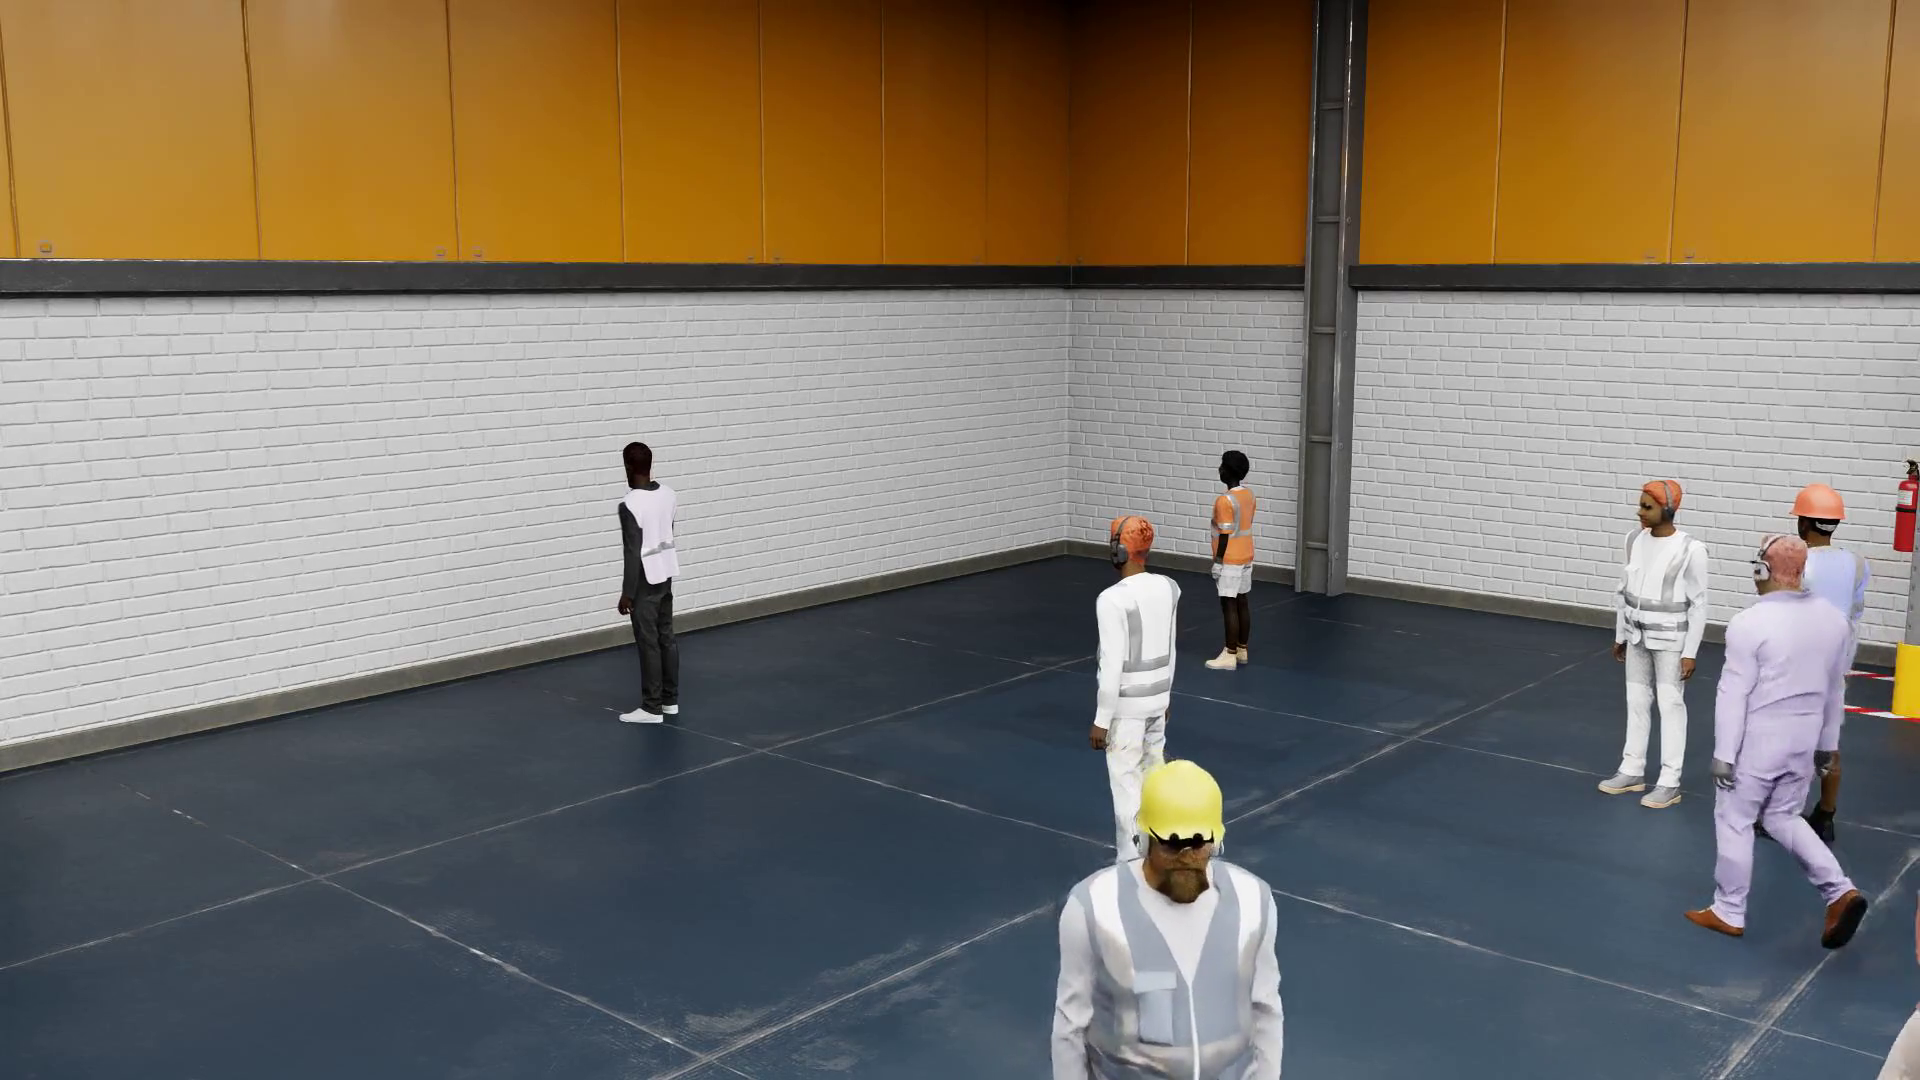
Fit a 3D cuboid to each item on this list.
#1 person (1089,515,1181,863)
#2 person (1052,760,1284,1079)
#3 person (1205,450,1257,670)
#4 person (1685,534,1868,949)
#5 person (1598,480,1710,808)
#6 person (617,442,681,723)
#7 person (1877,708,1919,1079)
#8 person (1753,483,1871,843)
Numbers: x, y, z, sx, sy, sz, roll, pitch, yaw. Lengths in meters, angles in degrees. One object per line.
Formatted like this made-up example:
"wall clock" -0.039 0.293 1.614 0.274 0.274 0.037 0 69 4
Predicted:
"person" 0.844 0.815 8.086 0.338 1.882 0.582 8 12 41
"person" 0.547 1.443 4.352 0.609 1.815 0.434 -2 9 -11
"person" 2.095 0.151 12.836 0.318 1.700 0.535 6 11 31
"person" 3.699 0.922 7.458 0.662 1.886 0.687 -4 10 -23
"person" 3.987 0.587 9.531 0.352 1.881 0.576 -4 10 -24
"person" -2.113 0.289 11.299 0.394 1.915 0.587 3 10 20
"person" 2.851 1.299 4.839 0.649 1.946 0.976 -6 11 -31
"person" 4.514 0.665 8.863 0.544 1.939 0.355 -2 9 -14
